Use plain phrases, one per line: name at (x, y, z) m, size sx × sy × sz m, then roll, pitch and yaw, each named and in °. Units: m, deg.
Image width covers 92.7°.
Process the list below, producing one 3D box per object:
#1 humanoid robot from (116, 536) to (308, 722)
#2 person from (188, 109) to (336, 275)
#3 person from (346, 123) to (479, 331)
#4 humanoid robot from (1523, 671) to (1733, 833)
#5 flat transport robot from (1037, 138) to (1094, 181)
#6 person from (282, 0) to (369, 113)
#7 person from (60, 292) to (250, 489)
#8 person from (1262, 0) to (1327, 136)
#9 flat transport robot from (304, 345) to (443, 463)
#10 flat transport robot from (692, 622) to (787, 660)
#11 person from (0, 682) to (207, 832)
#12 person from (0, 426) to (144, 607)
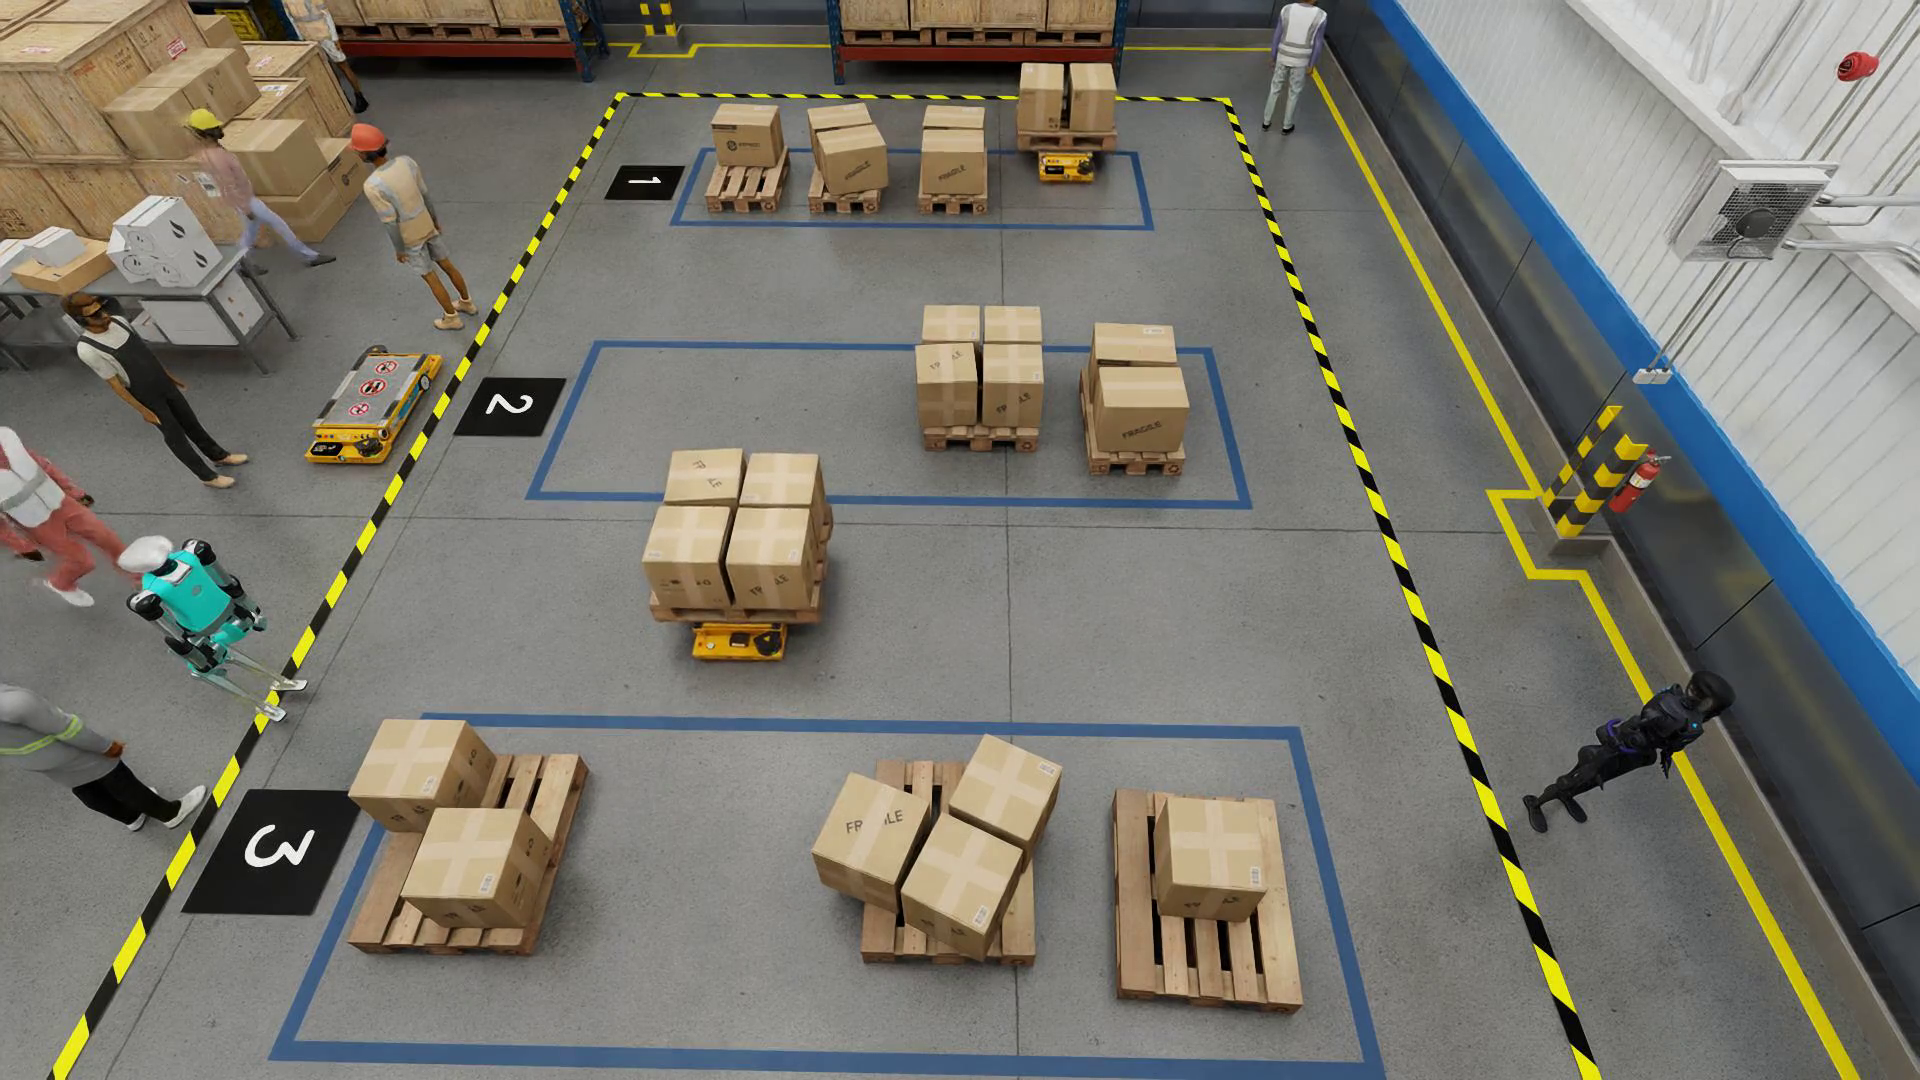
humanoid robot at (-4.862, 0.559, 5.847) m, size 0.735 × 1.672 × 0.533 m, roll 9°, pitch 50°, yaw 8°
person at (-7.367, -3.526, 9.396) m, size 0.897 × 1.715 × 0.527 m, roll -27°, pitch 55°, yaw -21°
person at (-5.168, -2.922, 8.675) m, size 0.356 × 2.047 × 0.613 m, roll 12°, pitch 51°, yaw 10°
humanoid robot at (3.924, 1.253, 5.376) m, size 0.599 × 1.655 × 0.315 m, roll -7°, pitch 50°, yaw -6°
flat transport robot at (1.307, -4.984, 11.566) m, size 0.652 × 0.197 × 1.431 m, roll 1°, pitch 50°, yaw 1°
person at (-8.268, -6.490, 11.765) m, size 0.547 × 1.936 × 0.375 m, roll 5°, pitch 50°, yaw 5°
person at (-6.430, -1.178, 7.330) m, size 0.346 × 1.846 × 0.507 m, roll -4°, pitch 50°, yaw -4°
person at (4.162, -6.012, 11.435) m, size 0.589 × 1.824 × 0.404 m, roll 24°, pitch 54°, yaw 19°
flat transport robot at (-5.383, -1.269, 8.441) m, size 0.659 × 0.231 × 1.431 m, roll 1°, pitch 50°, yaw 1°
flat transport robot at (-1.618, 0.276, 7.115) m, size 0.652 × 0.197 × 1.431 m, roll 1°, pitch 50°, yaw 1°
person at (-5.235, 1.178, 5.336) m, size 0.587 × 1.848 × 0.396 m, roll 0°, pitch 50°, yaw 0°
person at (-6.457, -0.181, 6.461) m, size 0.722 × 1.880 × 0.615 m, roll 0°, pitch 50°, yaw 0°
